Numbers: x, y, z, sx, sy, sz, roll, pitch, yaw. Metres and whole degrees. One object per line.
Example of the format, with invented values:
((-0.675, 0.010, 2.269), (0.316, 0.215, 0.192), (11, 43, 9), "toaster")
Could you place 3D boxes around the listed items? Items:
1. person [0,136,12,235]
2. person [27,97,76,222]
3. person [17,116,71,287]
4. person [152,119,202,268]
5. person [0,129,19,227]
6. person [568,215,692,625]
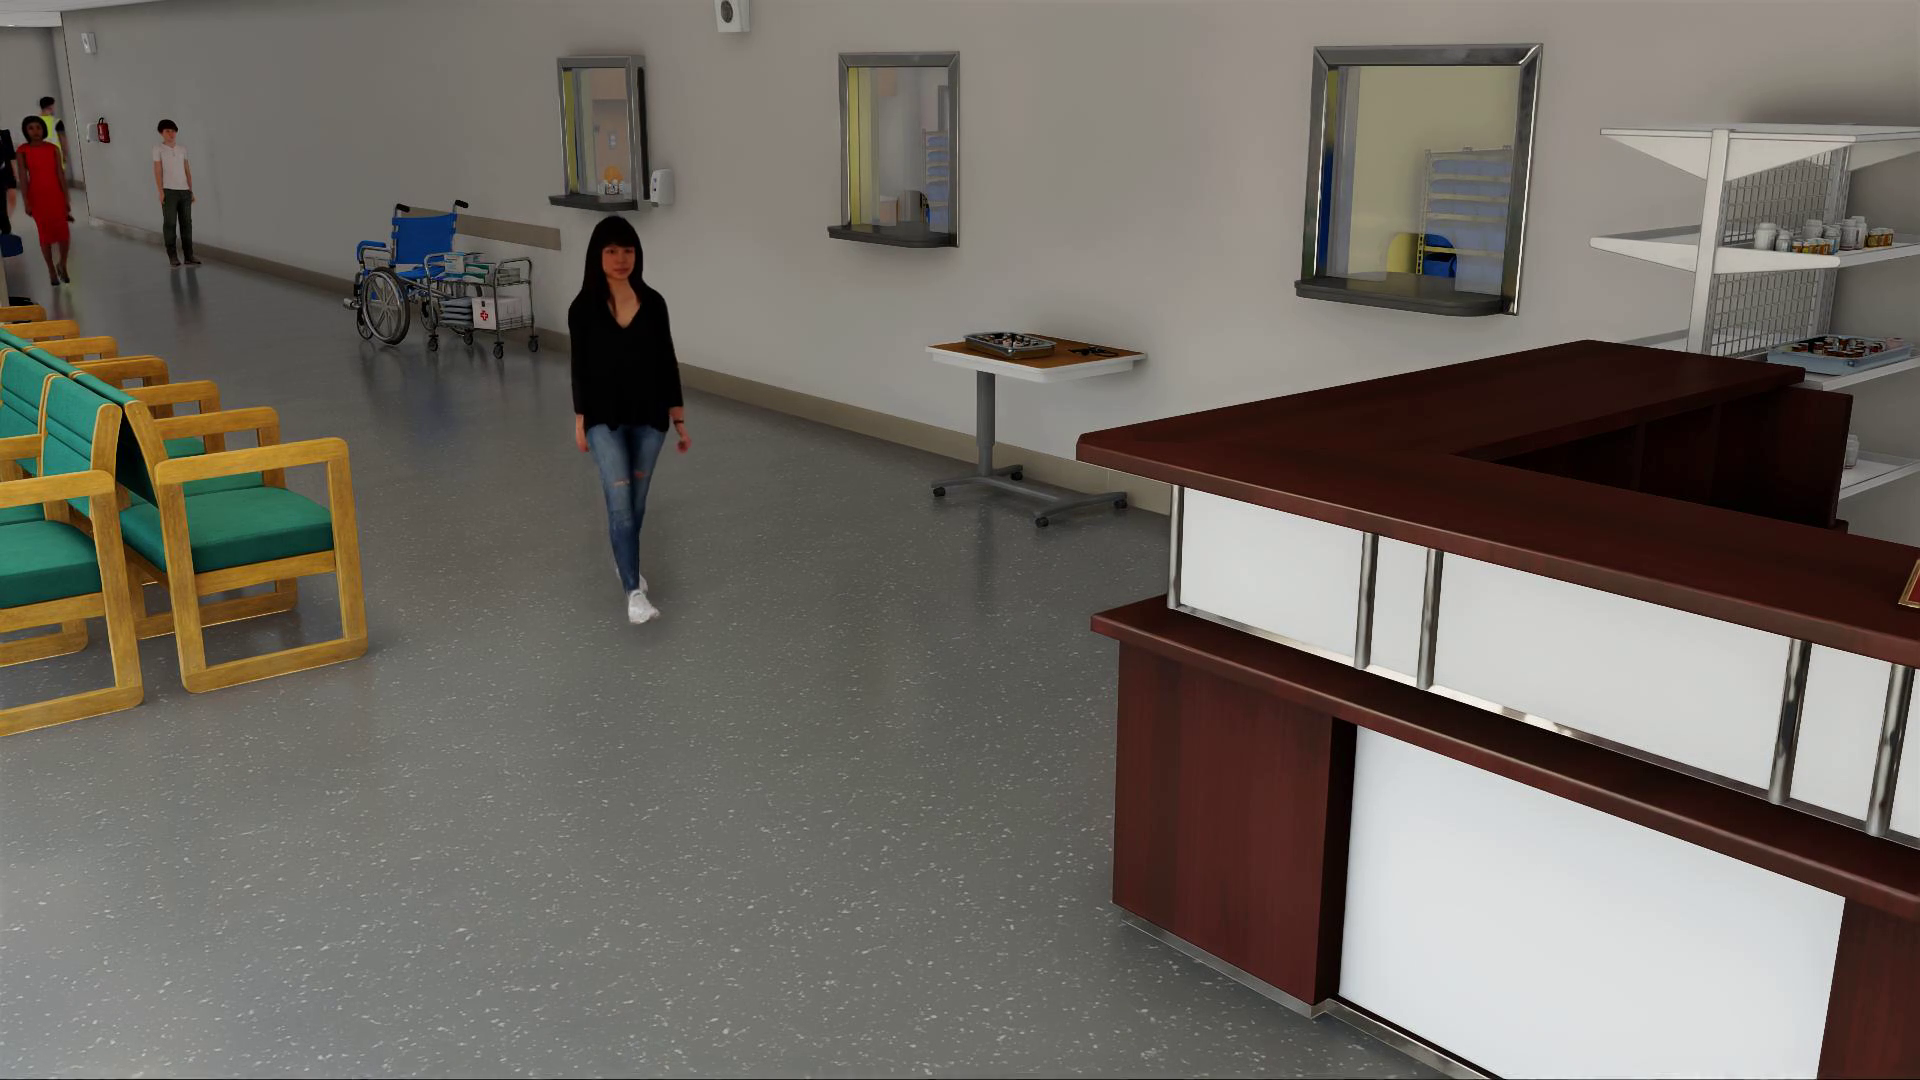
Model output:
((-11.848, -4.356, 20.164), (1.087, 1.797, 0.768), (-11, 19, -34), "person")
((-13.231, -5.487, 24.137), (0.893, 1.818, 0.957), (-5, 17, -17), "person")
((-9.526, -3.520, 17.317), (0.576, 1.732, 0.666), (-11, 19, -35), "person")
((-9.070, -4.013, 19.211), (0.657, 1.655, 0.512), (13, 20, 39), "person")
((-12.788, -4.850, 22.128), (0.689, 1.681, 0.690), (-11, 19, -33), "person")
((-1.383, -0.495, 6.823), (1.023, 1.606, 0.780), (-8, 18, -27), "person")
